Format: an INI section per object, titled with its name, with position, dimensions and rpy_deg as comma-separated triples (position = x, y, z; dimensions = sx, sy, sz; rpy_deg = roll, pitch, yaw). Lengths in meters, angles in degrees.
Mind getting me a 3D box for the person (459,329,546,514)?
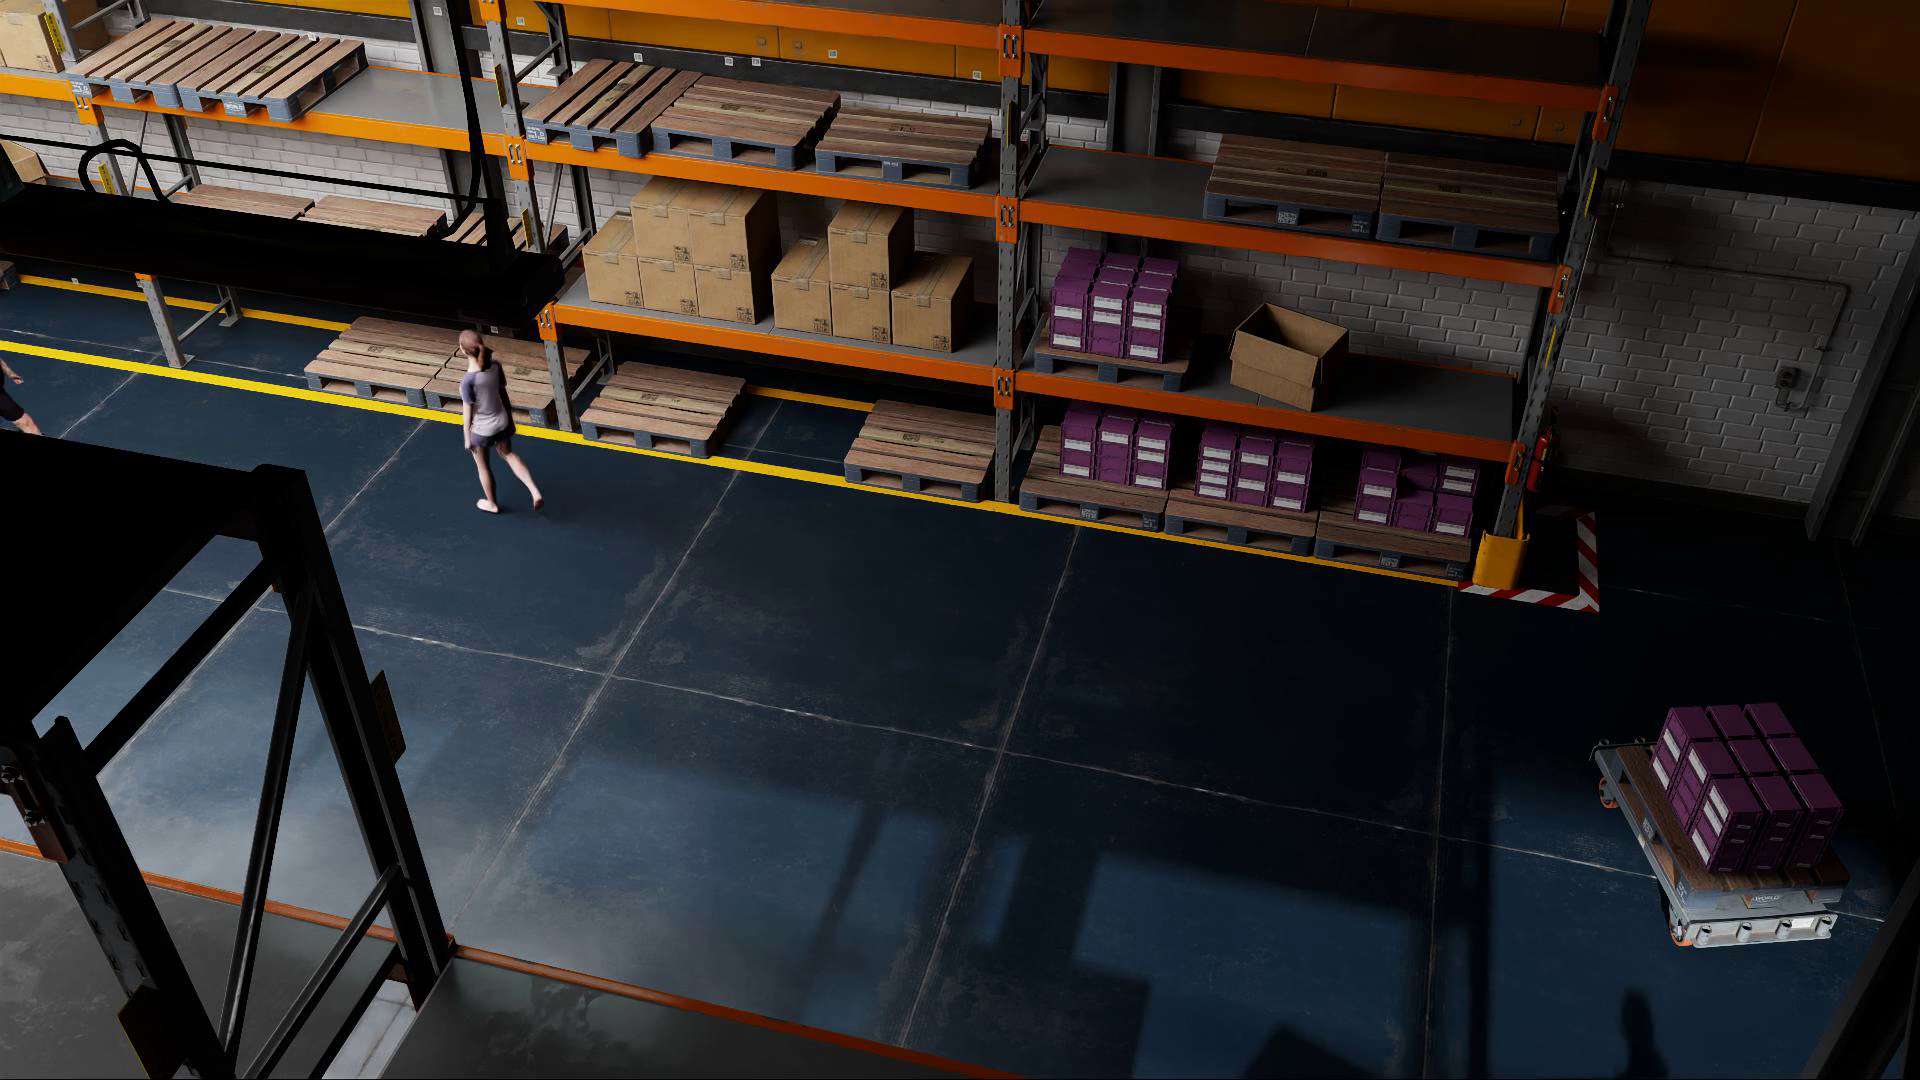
[person]
position = -3.721, -0.884, 13.303
dimensions = 0.979, 1.752, 0.783
rpy_deg = 25, 45, 28
